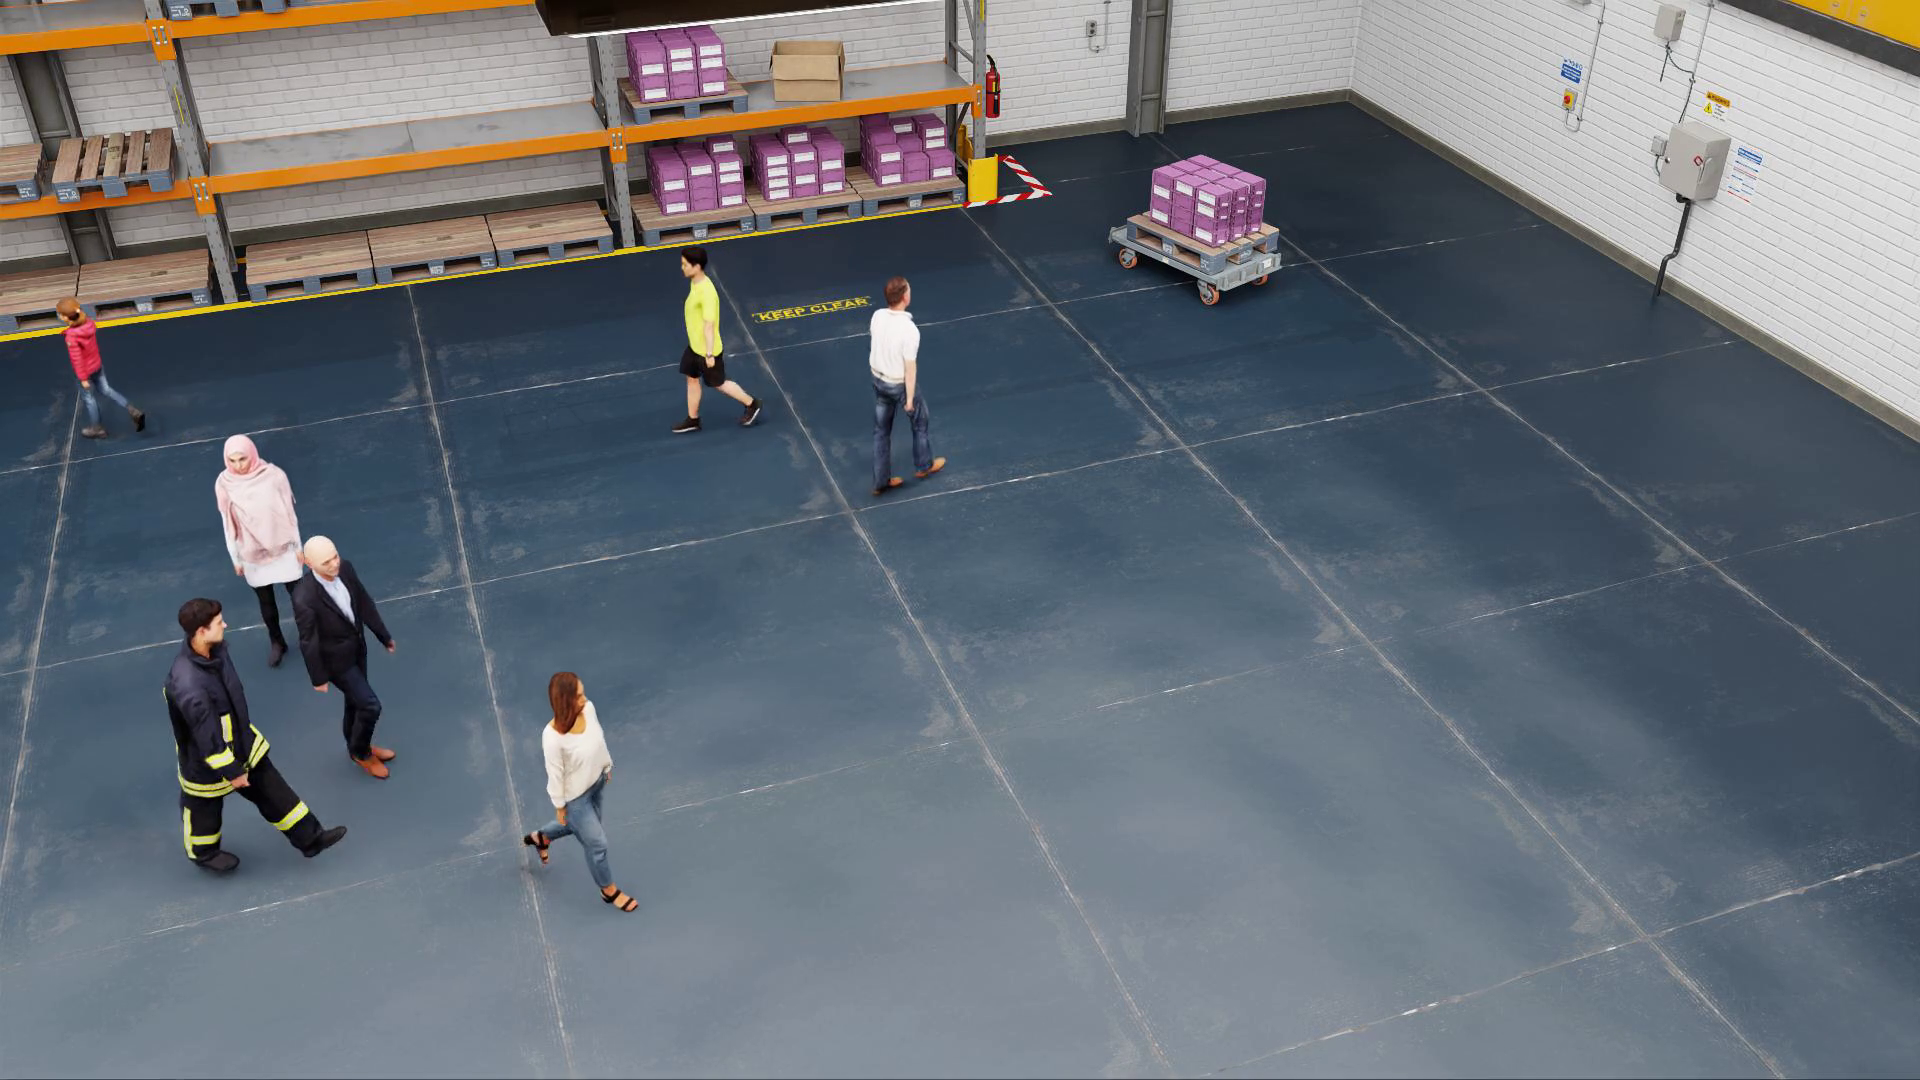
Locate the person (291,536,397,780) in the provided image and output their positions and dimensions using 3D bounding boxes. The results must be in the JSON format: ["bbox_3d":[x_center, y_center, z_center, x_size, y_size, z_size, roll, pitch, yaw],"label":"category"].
[{"bbox_3d":[-3.927,0.703,10.394,0.830,1.782,0.812,6,34,9],"label":"person"}]

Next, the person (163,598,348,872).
[{"bbox_3d":[-4.383,1.187,9.594,1.330,1.862,1.122,4,34,6],"label":"person"}]

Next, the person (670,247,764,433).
[{"bbox_3d":[-2.081,-1.680,14.071,1.057,1.680,0.689,-14,36,-21],"label":"person"}]

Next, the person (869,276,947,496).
[{"bbox_3d":[-0.596,-1.184,13.193,0.927,1.826,1.081,27,42,34],"label":"person"}]

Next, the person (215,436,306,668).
[{"bbox_3d":[-4.714,0.067,11.337,0.515,1.798,0.695,-13,36,-18],"label":"person"}]

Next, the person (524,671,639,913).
[{"bbox_3d":[-2.236,1.401,9.455,1.078,1.659,0.990,12,36,18],"label":"person"}]

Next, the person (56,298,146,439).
[{"bbox_3d":[-7.283,-1.437,14.047,0.899,1.302,0.751,5,34,7],"label":"person"}]
